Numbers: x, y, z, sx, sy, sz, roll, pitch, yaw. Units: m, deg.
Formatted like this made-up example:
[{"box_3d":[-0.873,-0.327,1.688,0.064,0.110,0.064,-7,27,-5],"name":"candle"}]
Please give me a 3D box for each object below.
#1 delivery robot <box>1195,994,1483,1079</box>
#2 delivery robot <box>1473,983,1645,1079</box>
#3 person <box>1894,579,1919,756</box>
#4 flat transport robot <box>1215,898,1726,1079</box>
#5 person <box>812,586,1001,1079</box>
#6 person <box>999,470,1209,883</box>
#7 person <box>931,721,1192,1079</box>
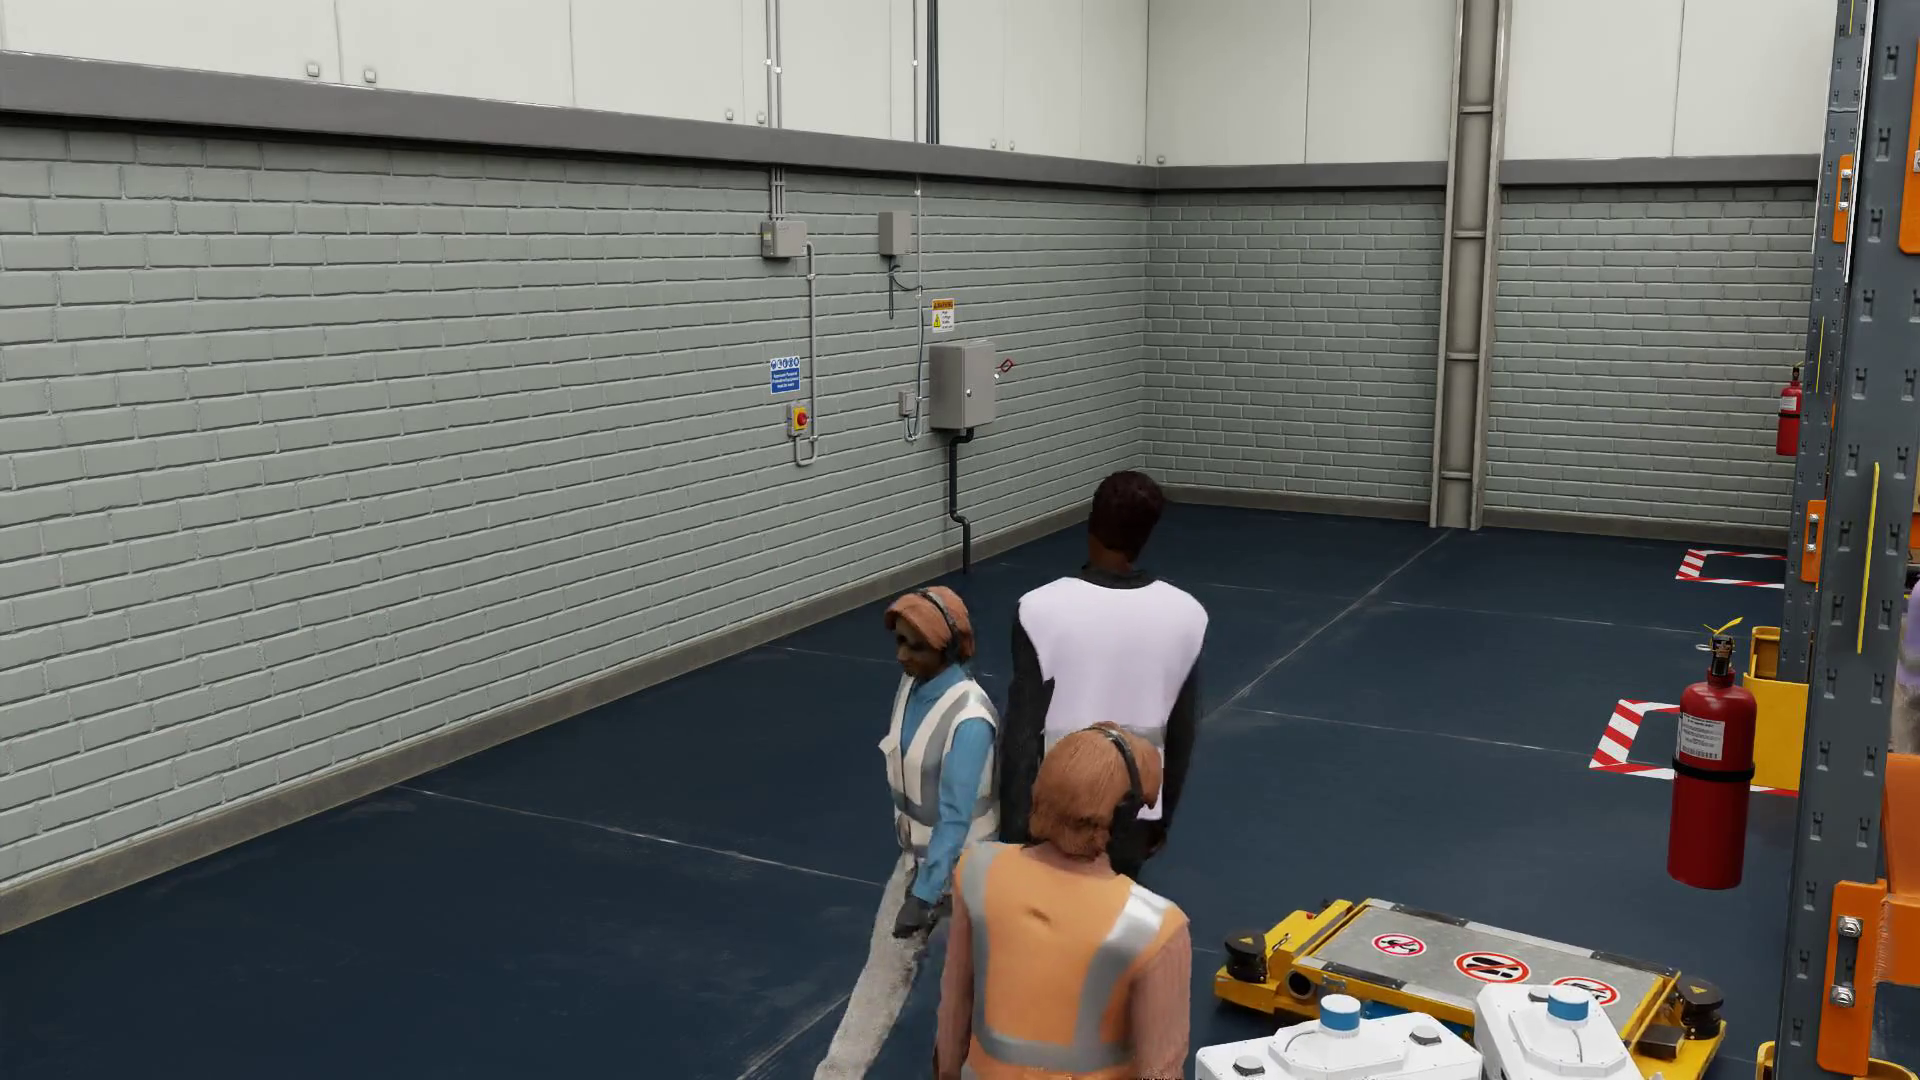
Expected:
[{"box_3d":[0.973,1.420,4.300,0.707,0.478,0.477,-3,11,-18],"name":"delivery robot"},{"box_3d":[1.578,1.411,4.351,0.477,0.478,0.707,1,10,6],"name":"delivery robot"},{"box_3d":[3.034,0.701,4.808,0.608,1.892,0.762,6,12,29],"name":"person"},{"box_3d":[1.601,1.429,5.284,1.431,0.197,0.652,7,13,35],"name":"flat transport robot"},{"box_3d":[-0.108,0.904,4.531,0.871,1.587,0.532,-6,12,-28],"name":"person"},{"box_3d":[0.368,0.749,4.603,0.641,1.874,0.452,-4,11,-22],"name":"person"},{"box_3d":[0.140,1.155,3.098,0.540,1.614,0.529,6,12,32],"name":"person"}]
